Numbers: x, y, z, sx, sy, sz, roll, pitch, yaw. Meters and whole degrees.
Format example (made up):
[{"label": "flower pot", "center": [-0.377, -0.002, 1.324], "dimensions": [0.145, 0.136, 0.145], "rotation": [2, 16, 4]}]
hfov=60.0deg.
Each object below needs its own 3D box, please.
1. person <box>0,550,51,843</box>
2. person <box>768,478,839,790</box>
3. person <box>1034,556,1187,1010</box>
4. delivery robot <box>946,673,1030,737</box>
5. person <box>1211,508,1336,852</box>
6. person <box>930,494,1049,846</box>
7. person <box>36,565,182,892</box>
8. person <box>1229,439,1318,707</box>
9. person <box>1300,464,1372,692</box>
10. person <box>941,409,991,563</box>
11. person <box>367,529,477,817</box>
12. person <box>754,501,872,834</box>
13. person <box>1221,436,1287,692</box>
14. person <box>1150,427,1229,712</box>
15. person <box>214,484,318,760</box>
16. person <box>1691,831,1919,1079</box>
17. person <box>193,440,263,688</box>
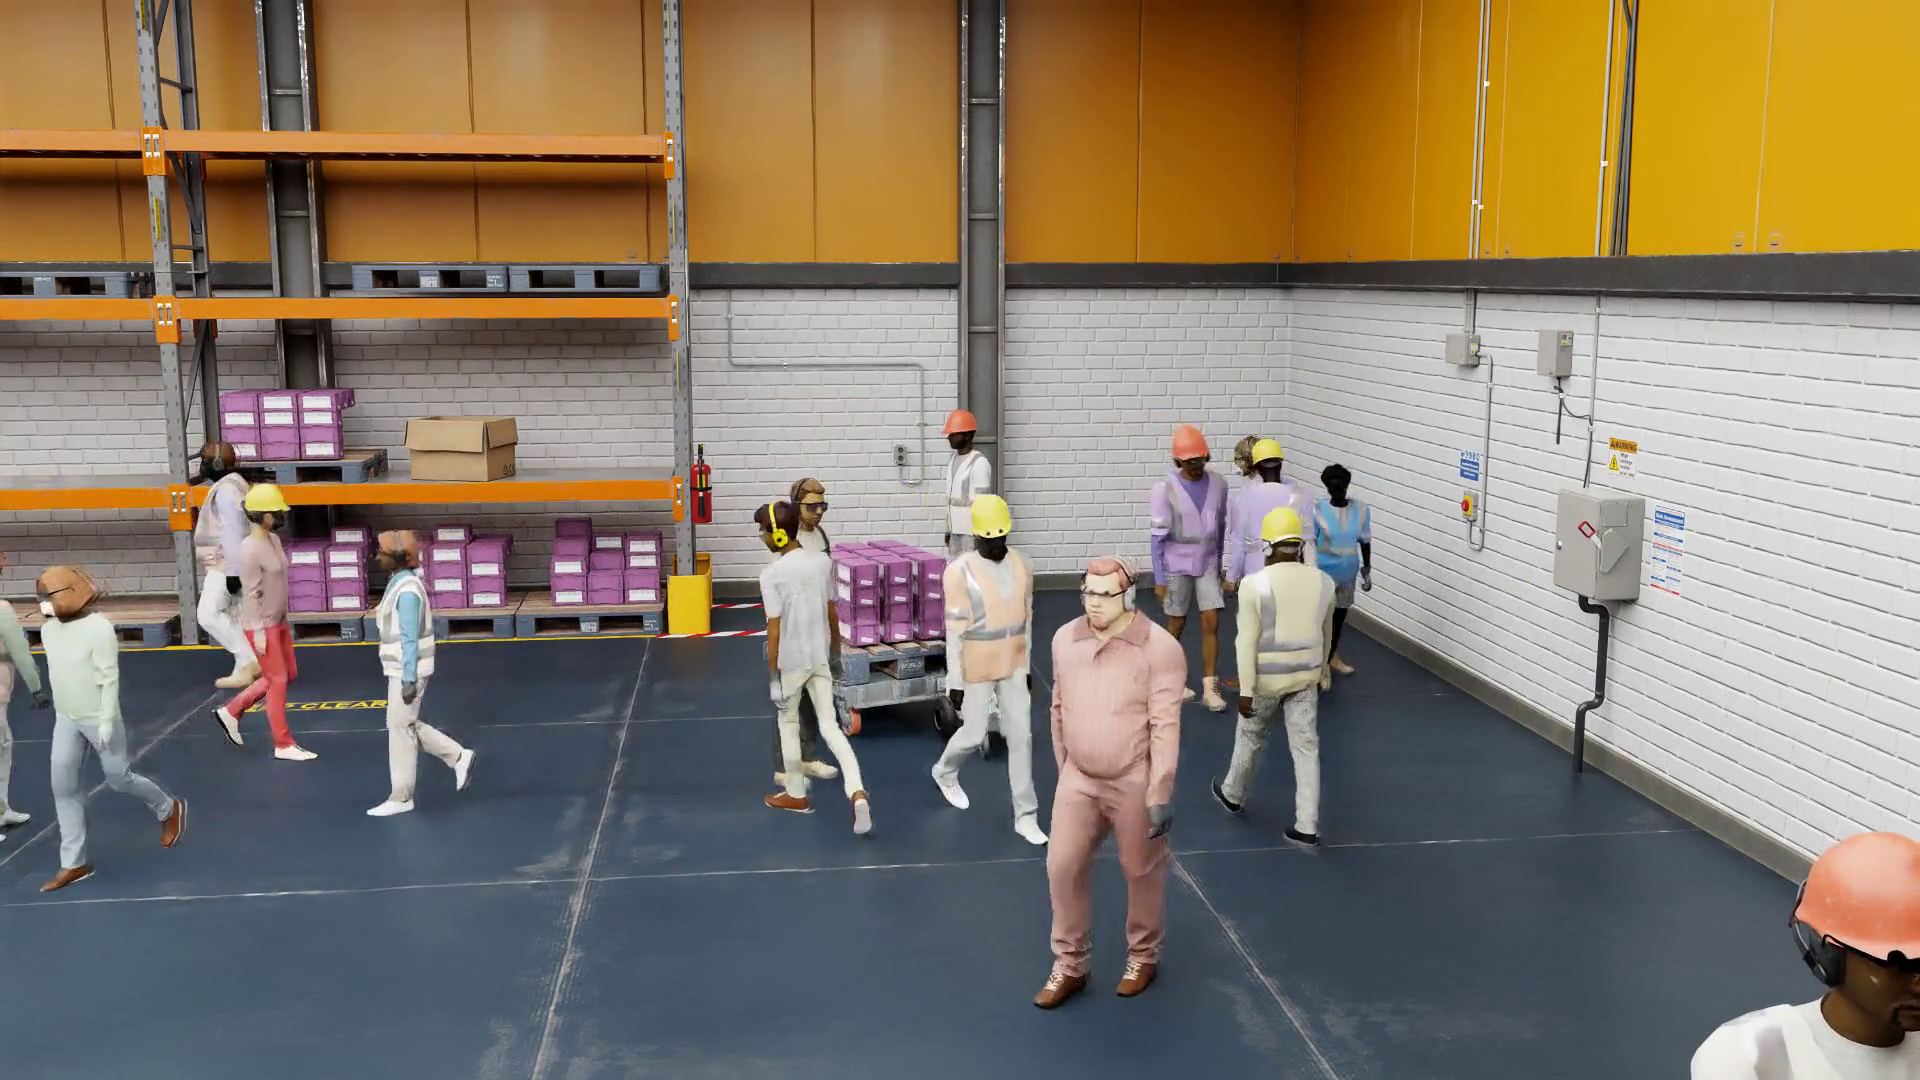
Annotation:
[{"label": "person", "center": [-5.107, 0.820, 8.824], "dimensions": [0.517, 1.615, 0.633], "rotation": [4, 10, 26]}, {"label": "person", "center": [-0.924, 0.544, 9.842], "dimensions": [0.325, 1.842, 0.516], "rotation": [6, 11, 31]}, {"label": "person", "center": [0.593, 1.008, 6.841], "dimensions": [0.661, 1.882, 0.763], "rotation": [5, 11, 31]}, {"label": "delivery robot", "center": [0.176, 1.007, 10.664], "dimensions": [0.477, 0.478, 0.707], "rotation": [-3, 10, -21]}, {"label": "person", "center": [1.705, 0.714, 8.966], "dimensions": [0.614, 1.780, 0.938], "rotation": [-3, 10, -17]}, {"label": "person", "center": [0.124, 0.657, 9.039], "dimensions": [0.594, 1.884, 0.906], "rotation": [-6, 11, -34]}, {"label": "person", "center": [-4.352, 0.896, 8.408], "dimensions": [0.504, 1.600, 0.752], "rotation": [3, 10, 17]}, {"label": "person", "center": [2.189, 0.249, 11.538], "dimensions": [0.653, 1.885, 0.491], "rotation": [3, 10, 20]}, {"label": "person", "center": [2.766, 0.252, 12.251], "dimensions": [0.570, 1.656, 0.601], "rotation": [-2, 9, -15]}, {"label": "person", "center": [0.022, -0.099, 13.567], "dimensions": [0.378, 1.933, 0.551], "rotation": [-5, 11, -30]}, {"label": "person", "center": [-3.052, 0.733, 9.320], "dimensions": [0.545, 1.621, 0.530], "rotation": [-4, 10, -23]}, {"label": "person", "center": [-0.813, 0.682, 9.056], "dimensions": [0.601, 1.818, 0.868], "rotation": [-8, 12, -40]}, {"label": "person", "center": [2.112, 0.216, 11.716], "dimensions": [0.766, 1.892, 0.646], "rotation": [5, 10, 27]}, {"label": "person", "center": [1.618, 0.200, 11.537], "dimensions": [0.647, 1.982, 0.855], "rotation": [-3, 10, -18]}, {"label": "person", "center": [-4.346, 0.515, 10.315], "dimensions": [0.588, 1.750, 0.529], "rotation": [0, 9, -3]}, {"label": "person", "center": [1.632, 1.525, 3.094], "dimensions": [0.605, 2.045, 0.381], "rotation": [-2, 9, -15]}, {"label": "person", "center": [-5.324, 0.191, 12.077], "dimensions": [0.448, 1.830, 0.656], "rotation": [-3, 10, -19]}]
